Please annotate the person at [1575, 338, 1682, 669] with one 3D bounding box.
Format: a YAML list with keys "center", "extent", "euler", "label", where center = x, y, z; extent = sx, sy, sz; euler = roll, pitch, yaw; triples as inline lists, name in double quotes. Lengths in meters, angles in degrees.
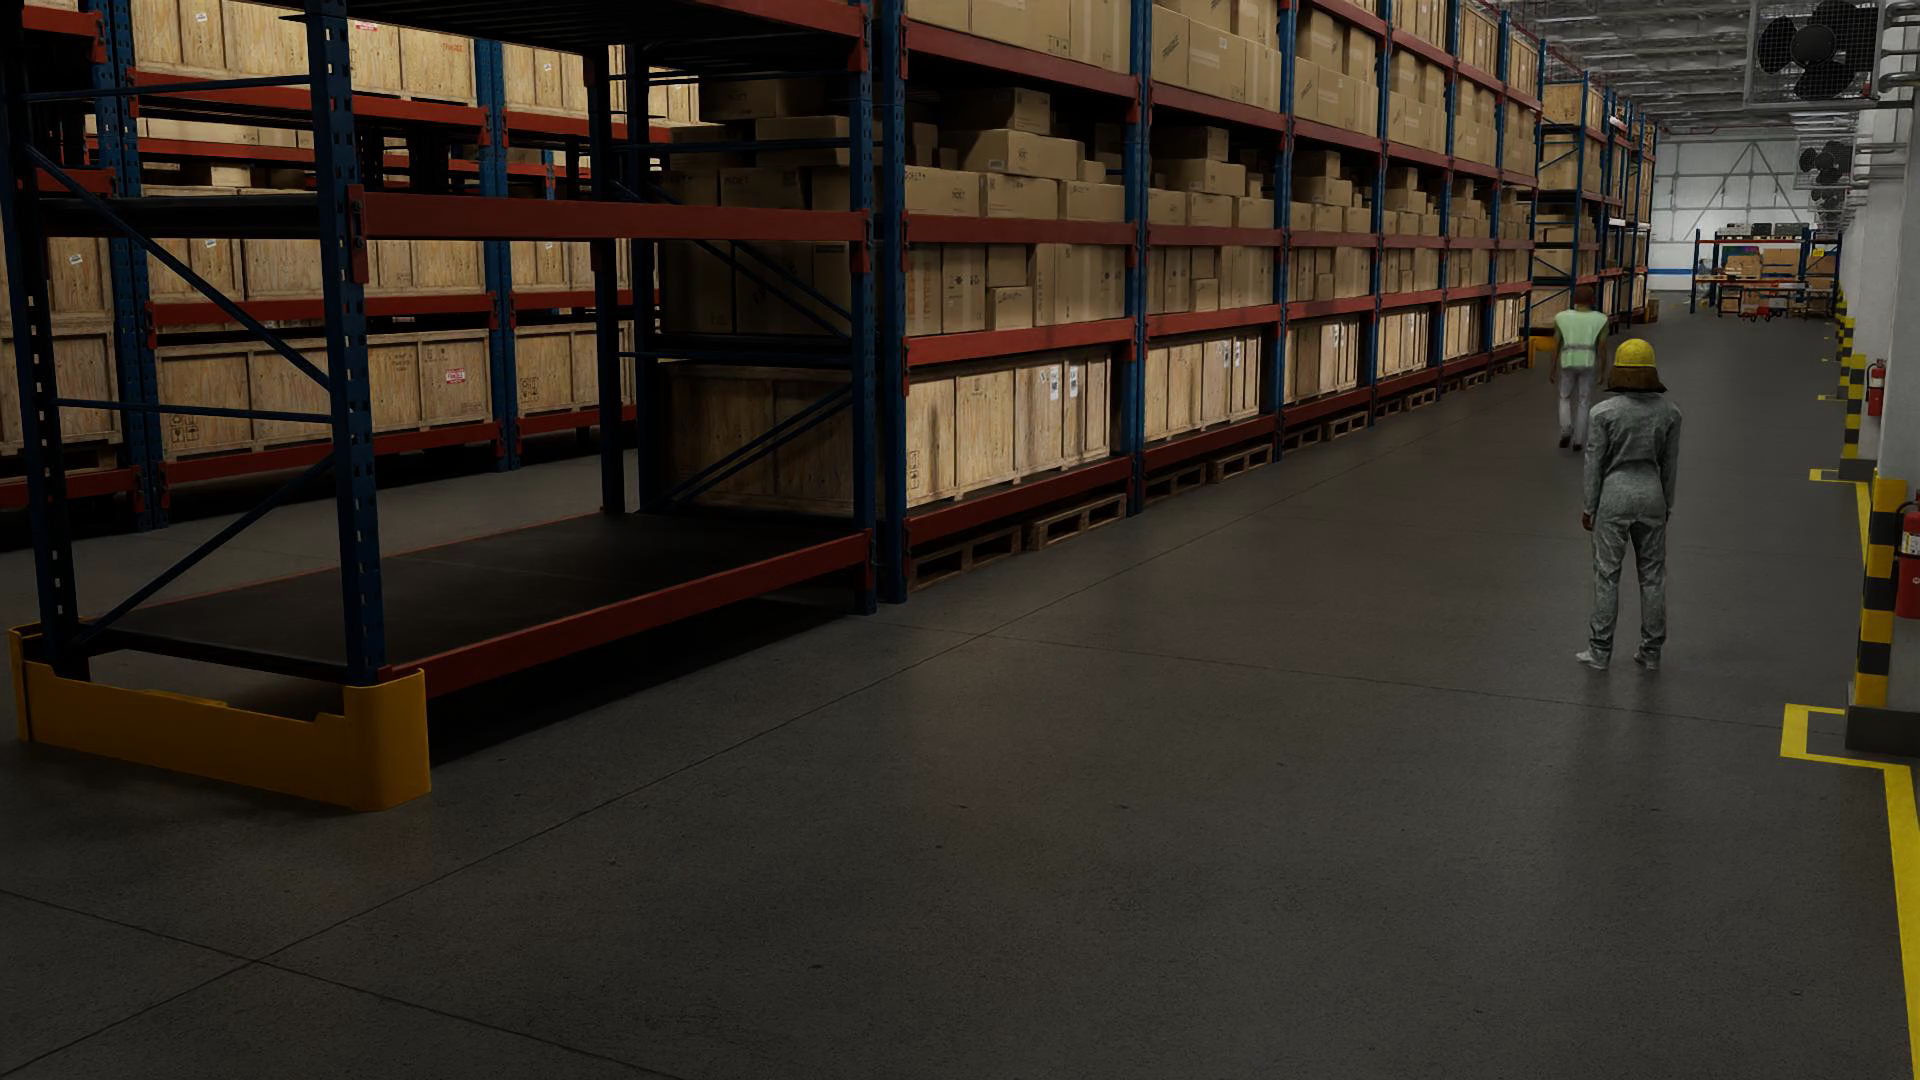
- center: [3.506, -0.185, 8.744]
  extent: [0.483, 1.735, 0.341]
  euler: [0, 10, 0]
  label: "person"

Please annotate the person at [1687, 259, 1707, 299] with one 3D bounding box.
- center: [35.306, -12.466, 79.383]
  extent: [0.648, 1.879, 1.065]
  euler: [-6, 11, -29]
  label: "person"

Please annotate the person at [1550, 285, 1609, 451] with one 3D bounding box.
- center: [6.845, -1.900, 18.392]
  extent: [0.593, 1.823, 0.566]
  euler: [3, 10, 18]
  label: "person"
